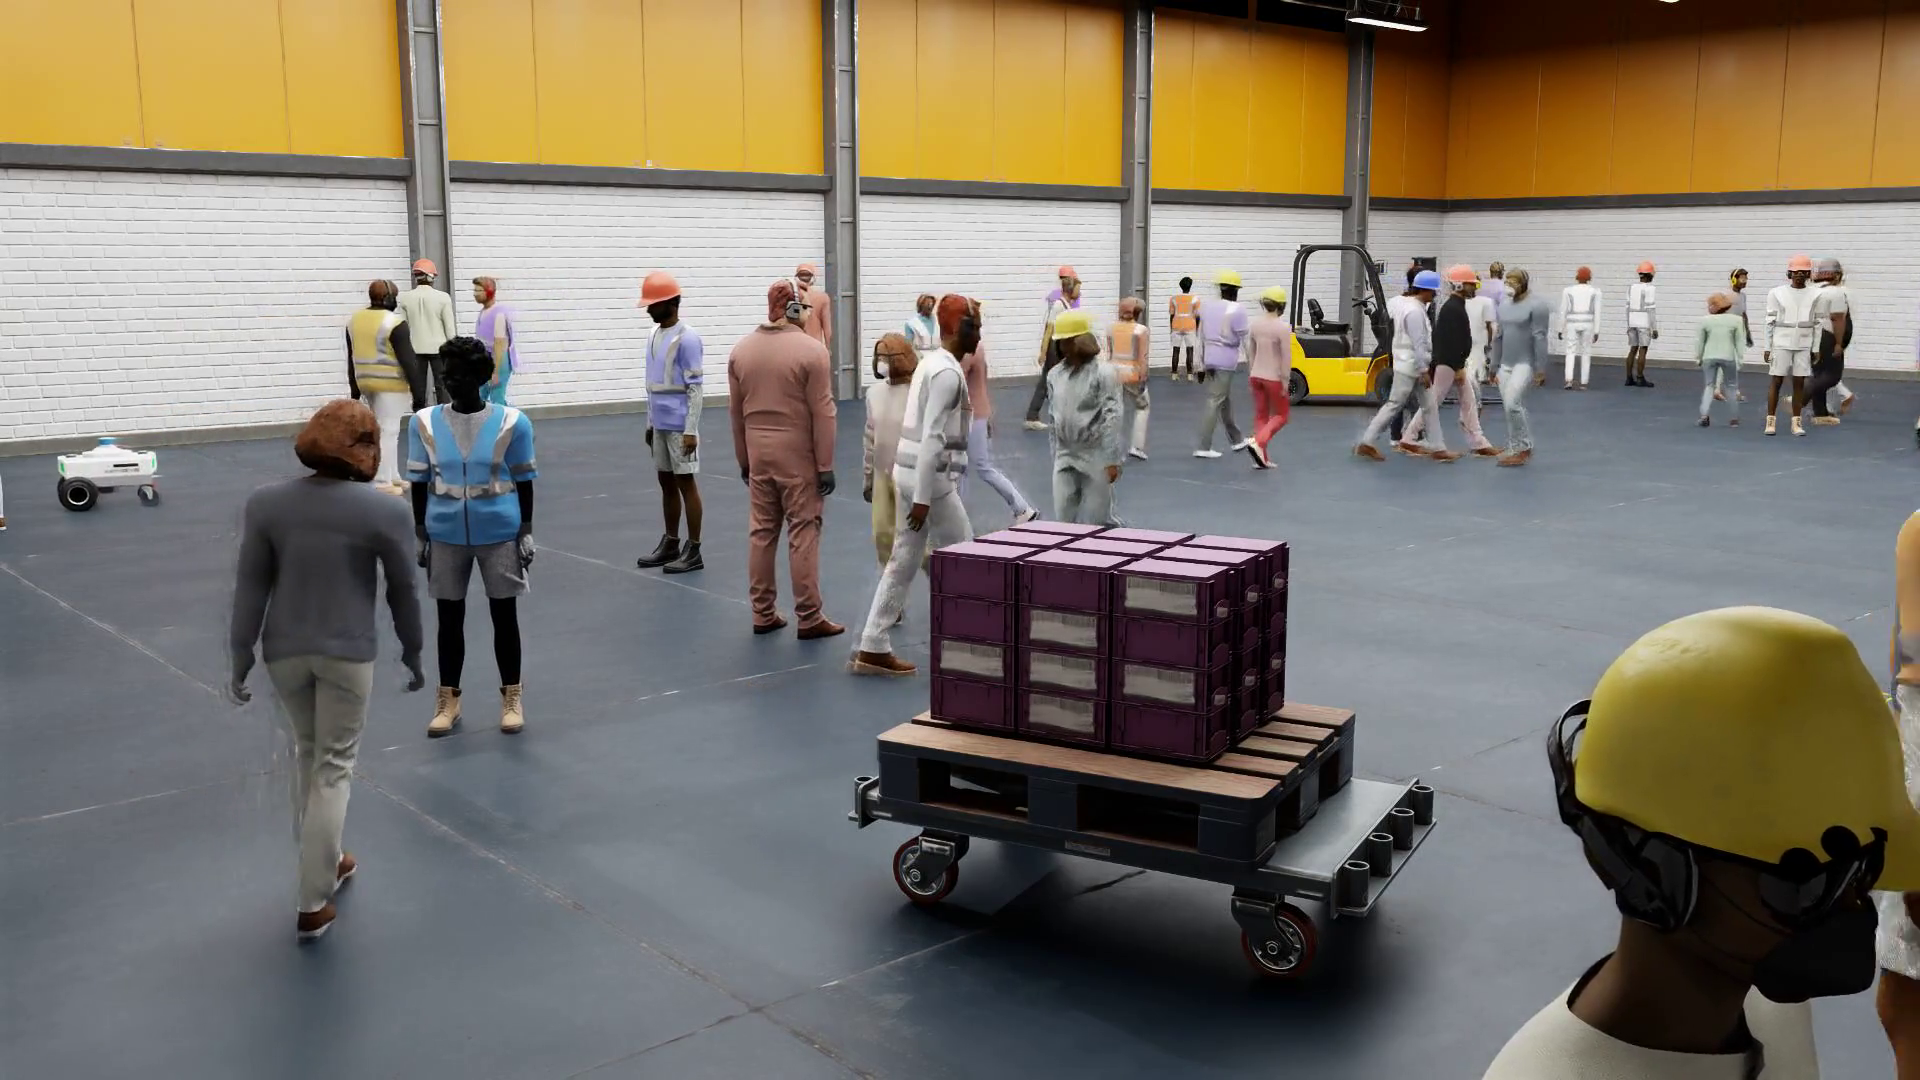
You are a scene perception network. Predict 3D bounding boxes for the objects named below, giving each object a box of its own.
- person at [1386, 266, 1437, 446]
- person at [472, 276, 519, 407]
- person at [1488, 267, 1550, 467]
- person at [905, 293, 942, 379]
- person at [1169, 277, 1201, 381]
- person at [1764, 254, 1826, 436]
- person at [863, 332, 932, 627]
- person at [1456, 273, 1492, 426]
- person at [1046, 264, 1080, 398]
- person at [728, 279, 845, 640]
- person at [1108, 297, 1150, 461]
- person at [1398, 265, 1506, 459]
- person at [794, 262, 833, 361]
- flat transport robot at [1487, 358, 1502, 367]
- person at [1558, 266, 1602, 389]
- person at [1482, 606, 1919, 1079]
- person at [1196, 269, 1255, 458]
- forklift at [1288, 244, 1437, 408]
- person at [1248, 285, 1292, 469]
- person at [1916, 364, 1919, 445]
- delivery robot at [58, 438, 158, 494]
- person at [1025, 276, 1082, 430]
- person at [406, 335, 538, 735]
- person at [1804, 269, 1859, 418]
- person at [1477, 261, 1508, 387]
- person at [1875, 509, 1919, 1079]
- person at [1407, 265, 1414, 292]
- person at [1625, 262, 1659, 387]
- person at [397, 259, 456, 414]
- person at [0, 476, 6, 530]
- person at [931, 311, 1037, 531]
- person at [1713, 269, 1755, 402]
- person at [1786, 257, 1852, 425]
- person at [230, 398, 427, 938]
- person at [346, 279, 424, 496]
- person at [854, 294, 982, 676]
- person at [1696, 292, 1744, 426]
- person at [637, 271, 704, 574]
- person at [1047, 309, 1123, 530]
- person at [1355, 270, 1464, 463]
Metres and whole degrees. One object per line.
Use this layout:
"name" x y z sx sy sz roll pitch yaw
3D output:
"person" 4.803 -1.947 17.715 0.390 1.914 0.587 -9 13 -43
"person" -4.573 -1.653 16.253 0.465 1.830 0.563 -7 12 -36
"person" 5.300 -1.636 15.870 0.481 1.918 0.649 -4 10 -21
"person" -0.381 -1.921 18.393 0.526 1.623 0.599 -4 11 -24
"person" 3.632 -3.407 26.916 0.533 1.690 0.320 3 10 18
"person" 9.389 -2.188 18.742 0.607 2.044 0.371 3 10 15
"person" -0.305 -0.324 9.067 0.514 1.615 0.460 9 13 41
"person" 6.051 -2.273 19.806 0.529 1.846 0.408 9 13 41
"person" 1.420 -2.899 23.313 0.553 1.915 0.826 9 13 42
"person" -0.910 -0.425 8.842 0.642 1.902 0.399 6 11 31
"person" 1.669 -1.572 16.365 0.526 1.619 0.543 7 12 36
"person" 4.921 -1.777 16.650 1.040 1.943 0.647 4 10 22
"person" -1.825 -2.288 19.616 0.667 1.943 0.497 1 10 3
"flat transport robot" 9.651 -3.326 30.589 0.652 0.197 1.431 2 10 10
"person" 9.427 -3.221 25.290 0.587 1.889 0.400 3 10 16
"person" 0.569 0.917 1.375 0.326 1.767 0.533 9 13 43
"person" 2.741 -1.773 16.794 0.960 1.874 0.590 -6 11 -31
"forklift" 5.256 -2.933 22.661 2.313 2.155 1.214 3 10 16
"person" 2.886 -1.511 15.645 0.471 1.755 0.528 -8 12 -38
"person" 10.391 -1.951 17.461 0.915 2.018 0.614 -9 13 -42
"delivery robot" -6.879 -0.585 13.431 0.707 0.478 0.477 -5 11 -28
"person" 1.170 -2.157 19.324 0.895 1.777 0.516 1 10 8
"person" -2.052 -0.016 7.028 0.537 1.698 0.320 -1 10 -6
"person" 10.837 -2.430 20.558 0.540 1.917 0.635 9 13 42
"person" 8.267 -3.337 25.777 0.373 1.940 0.628 -4 11 -24
"person" 1.956 0.537 3.258 0.714 1.889 0.494 -5 11 -29
"person" 7.966 -3.864 29.166 0.402 1.904 0.685 6 11 30
"person" 10.564 -3.330 25.748 0.388 1.927 0.574 -3 10 -18
"person" -5.871 -2.098 18.379 0.608 1.988 0.392 -1 10 -5
"person" -7.189 -0.959 12.056 0.327 1.872 0.516 -2 10 -14
"person" 0.149 -0.885 12.028 0.836 1.732 0.520 2 10 9
"person" 10.800 -2.827 23.063 0.533 1.840 0.788 -8 12 -38
"person" 10.264 -2.376 19.849 0.708 2.000 0.707 -1 10 -4
"person" -1.923 0.367 5.102 0.518 1.577 0.702 -1 10 -3
"person" -4.779 -1.276 14.039 0.664 1.819 0.681 5 11 28
"person" -0.091 -0.250 7.973 0.924 1.833 0.602 -2 10 -13
"person" 9.009 -2.137 19.736 0.537 1.599 0.607 5 11 28
"person" -1.863 -0.748 10.648 0.381 1.928 0.542 -8 13 -39
"person" 0.764 -0.489 9.719 0.510 1.722 0.614 8 13 39
"person" 4.379 -1.679 16.239 0.997 1.900 0.616 5 11 25
